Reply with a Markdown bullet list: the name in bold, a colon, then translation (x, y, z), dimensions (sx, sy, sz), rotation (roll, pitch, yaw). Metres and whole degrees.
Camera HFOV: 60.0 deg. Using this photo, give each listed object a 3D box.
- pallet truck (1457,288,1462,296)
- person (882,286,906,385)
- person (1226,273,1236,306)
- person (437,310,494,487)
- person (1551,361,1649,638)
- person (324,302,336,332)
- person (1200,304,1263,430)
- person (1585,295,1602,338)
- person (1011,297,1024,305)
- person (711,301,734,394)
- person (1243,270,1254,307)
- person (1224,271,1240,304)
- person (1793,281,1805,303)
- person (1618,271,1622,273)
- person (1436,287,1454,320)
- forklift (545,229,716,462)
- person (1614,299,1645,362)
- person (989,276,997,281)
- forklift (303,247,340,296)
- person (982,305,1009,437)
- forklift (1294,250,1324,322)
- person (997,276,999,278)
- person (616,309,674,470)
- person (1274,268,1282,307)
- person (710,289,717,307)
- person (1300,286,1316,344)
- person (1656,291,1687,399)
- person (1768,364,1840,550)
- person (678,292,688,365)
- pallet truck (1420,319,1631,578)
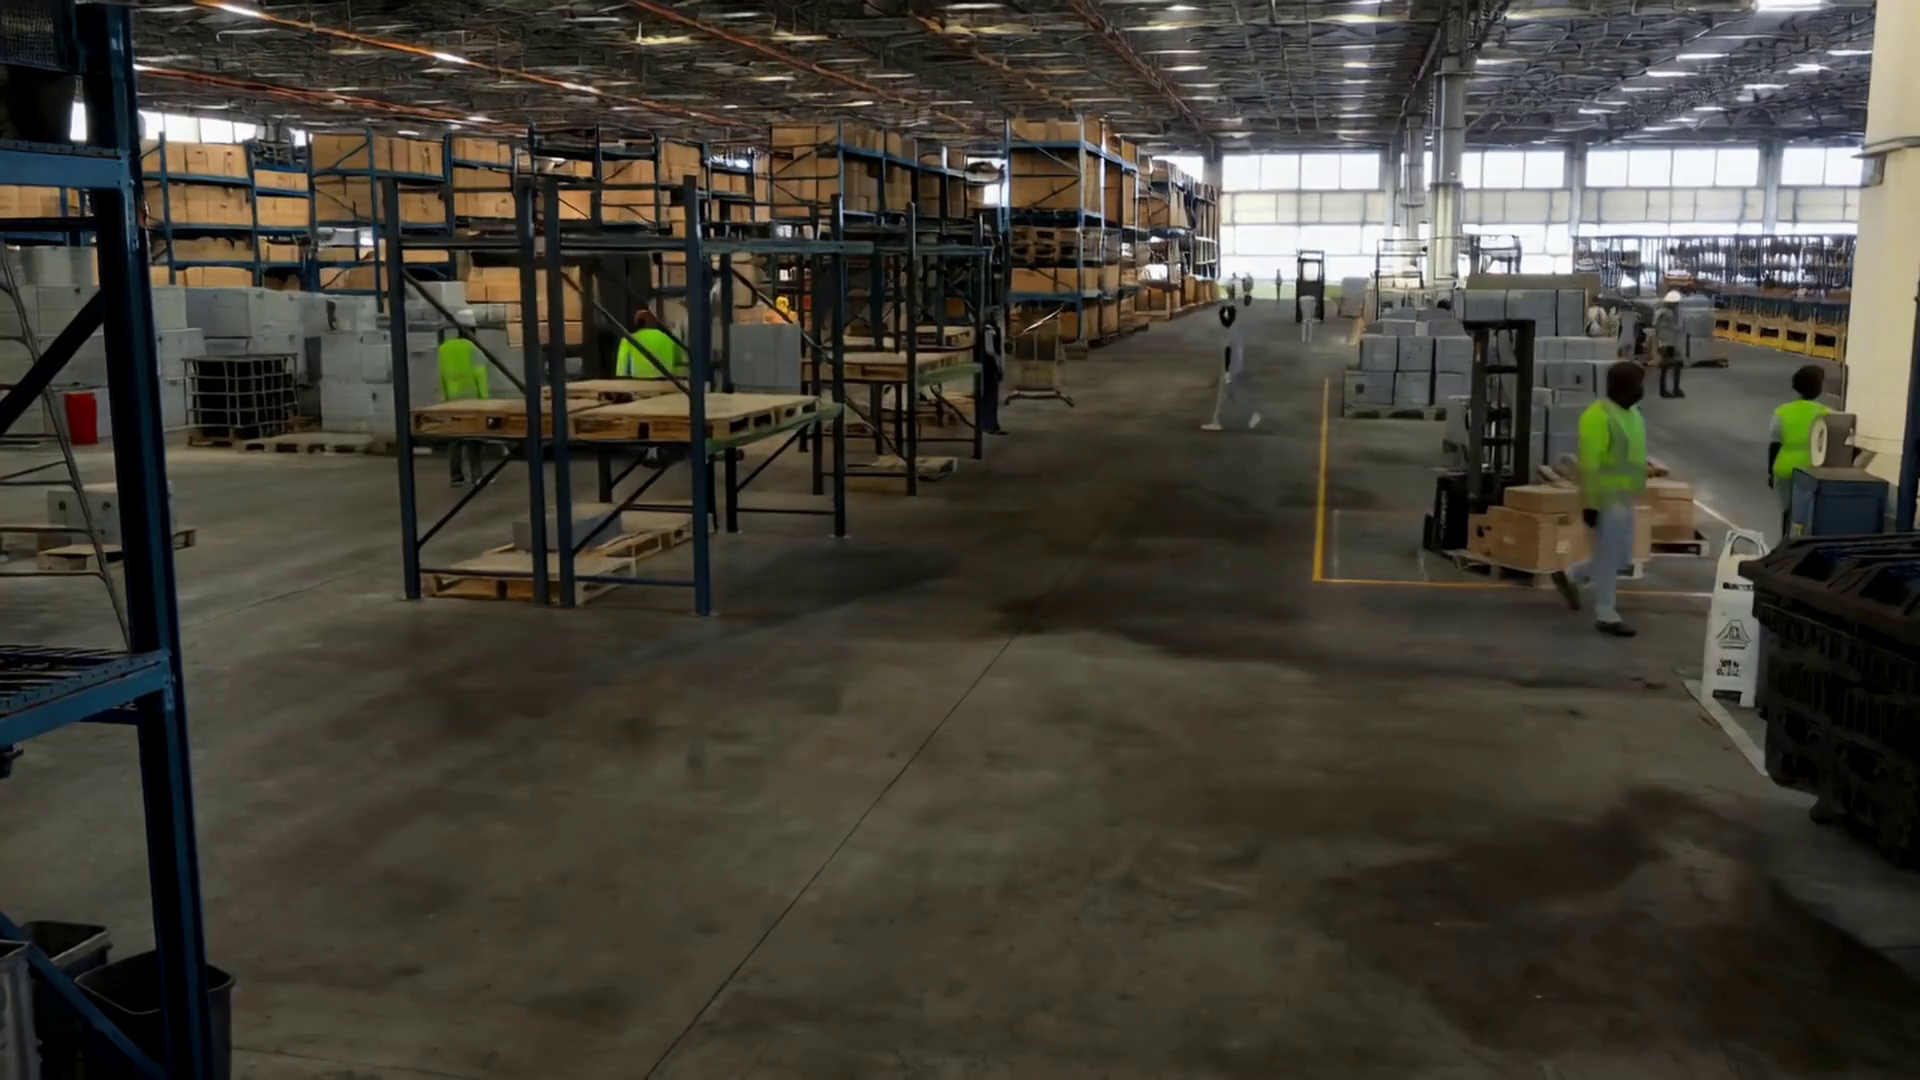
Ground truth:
- **pallet truck**: translation (20.506, -9.785, 68.819), dimensions (0.653, 1.274, 1.630), rotation (2, 10, 12)
- **person**: translation (-1.235, -4.058, 32.937), dimensions (0.603, 1.966, 0.368), rotation (4, 11, 24)
- **person**: translation (14.412, -13.330, 88.437), dimensions (0.525, 1.769, 0.308), rotation (2, 10, 14)
- **person**: translation (-5.397, -1.541, 18.159), dimensions (0.594, 1.922, 0.374), rotation (3, 10, 17)
- **person**: translation (4.258, -0.284, 11.032), dimensions (0.635, 1.824, 0.605), rotation (-9, 13, -42)
- **person**: translation (-9.615, -2.650, 24.956), dimensions (0.861, 1.852, 0.622), rotation (0, 10, -2)
- **person**: translation (3.957, -2.495, 24.066), dimensions (0.837, 1.838, 0.520), rotation (5, 11, 28)
- **person**: translation (14.532, -4.769, 38.086), dimensions (0.545, 1.652, 0.881), rotation (-9, 13, -43)
- **person**: translation (1.972, -8.161, 57.627), dimensions (0.429, 1.837, 0.621), rotation (7, 12, 38)
- **person**: translation (-3.529, -2.548, 24.272), dimensions (0.599, 1.879, 0.972), rotation (1, 10, 8)
- **person**: translation (15.155, -13.211, 87.342), dimensions (0.544, 1.907, 0.798), rotation (2, 10, 11)
- **person**: translation (15.199, -14.094, 92.810), dimensions (0.841, 1.820, 0.621), rotation (-3, 10, -19)
- **person**: translation (29.091, -8.108, 57.593), dimensions (0.792, 1.736, 0.523), rotation (-3, 10, -18)
- **person**: translation (35.792, -13.657, 90.147), dimensions (0.568, 1.840, 0.374), rotation (-5, 11, -29)
- **person**: translation (11.800, -5.302, 40.842), dimensions (0.618, 1.780, 0.917), rotation (-9, 13, -42)
- **forklift**: translation (-4.050, -2.411, 20.481), dimensions (1.873, 2.768, 1.129), rotation (2, 10, 12)
- **person**: translation (12.919, -3.788, 32.085), dimensions (0.526, 1.712, 0.946), rotation (9, 13, 44)
- **person**: translation (1.585, -11.494, 77.060), dimensions (0.379, 1.937, 0.629), rotation (-5, 11, -27)
- **forklift**: translation (-19.075, -7.361, 49.795), dimensions (1.129, 2.768, 1.873), rotation (-5, 11, -30)
- **person**: translation (0.451, -2.354, 23.209), dimensions (0.345, 1.846, 0.508), rotation (-5, 11, -26)
- **forklift**: translation (13.778, -10.002, 65.433), dimensions (1.129, 2.768, 1.873), rotation (2, 10, 12)
- **person**: translation (1.920, -12.551, 84.266), dimensions (0.510, 1.610, 0.794), rotation (3, 10, 16)
- **person**: translation (-3.754, -1.802, 19.794), dimensions (0.648, 1.883, 1.007), rotation (-5, 11, -26)
- **person**: translation (16.690, -13.224, 87.131), dimensions (0.375, 1.995, 0.611), rotation (1, 10, 5)
- **person**: translation (-7.470, -6.785, 49.326), dimensions (0.598, 1.895, 0.864), rotation (3, 10, 15)
- **person**: translation (10.161, -6.561, 48.558), dimensions (0.540, 1.696, 0.317), rotation (-3, 10, -18)
- **person**: translation (12.663, -3.455, 29.539), dimensions (0.560, 1.903, 0.826), rotation (0, 10, 2)
- **person**: translation (6.436, -0.514, 12.789), dimensions (0.599, 1.679, 0.538), rotation (-6, 11, -33)
- **person**: translation (-5.586, -4.163, 33.991), dimensions (0.964, 1.830, 0.535), rotation (7, 12, 37)
- **pallet truck**: translation (4.543, -0.757, 13.299), dimensions (0.823, 1.965, 1.885), rotation (-4, 10, -22)
